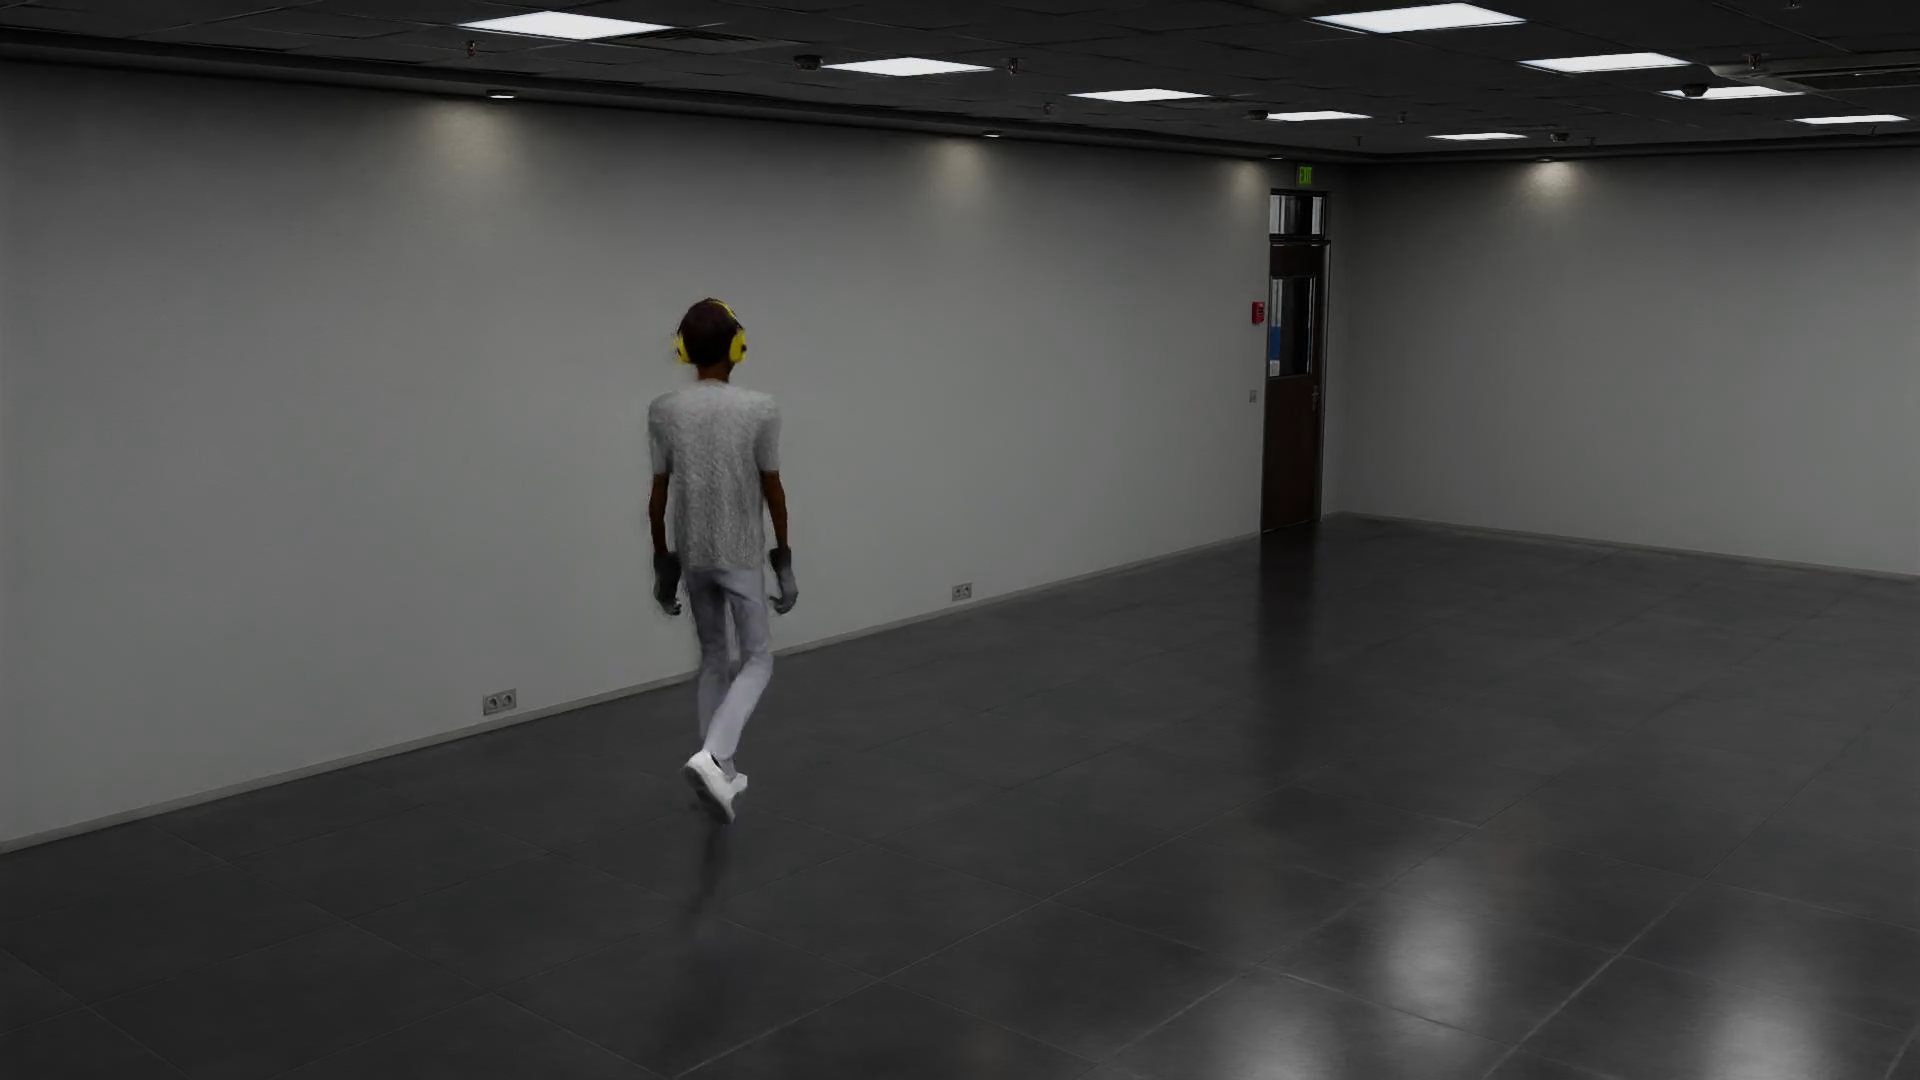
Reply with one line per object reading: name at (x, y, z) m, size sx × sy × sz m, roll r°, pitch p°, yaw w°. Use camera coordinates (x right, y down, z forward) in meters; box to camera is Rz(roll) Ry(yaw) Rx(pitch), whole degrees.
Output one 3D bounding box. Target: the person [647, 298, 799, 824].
person at (-0.849, 0.087, 5.818) m, size 0.530 × 1.849 × 0.634 m, roll 3°, pitch 10°, yaw 14°
